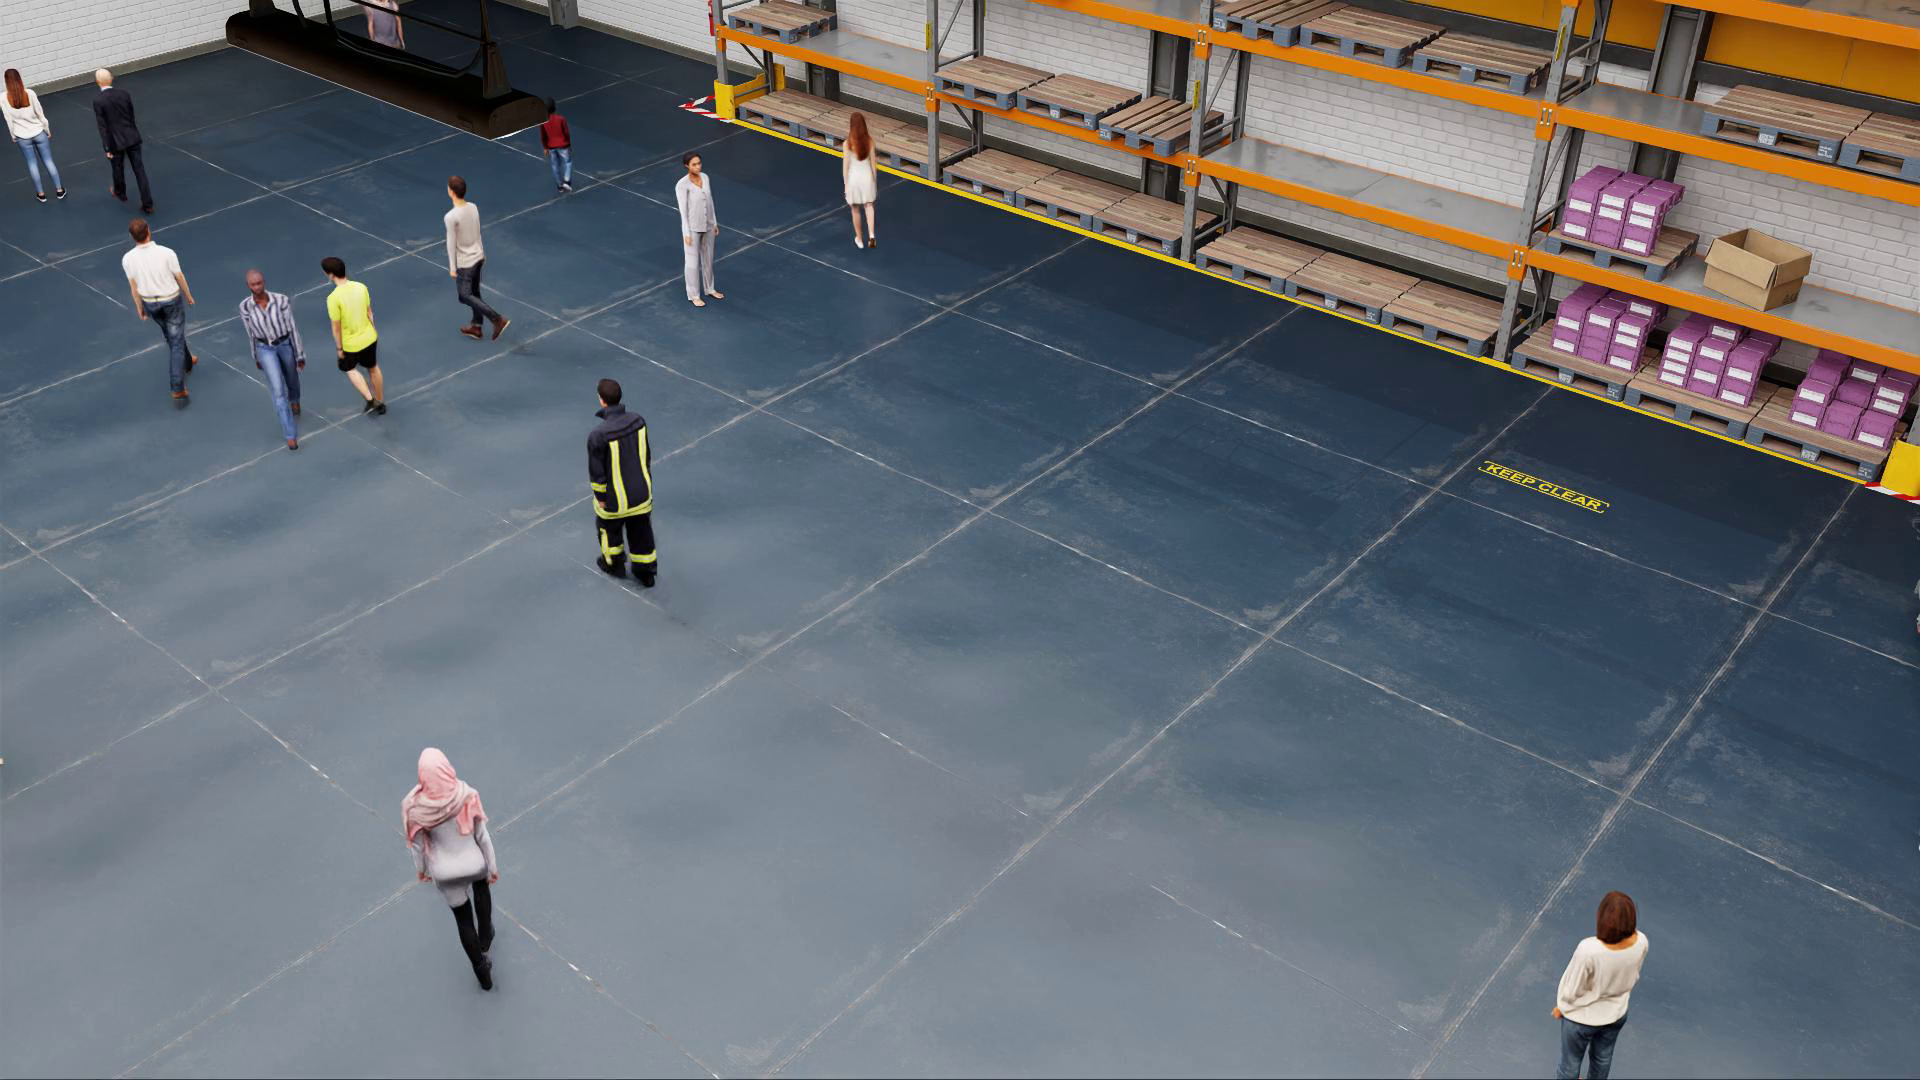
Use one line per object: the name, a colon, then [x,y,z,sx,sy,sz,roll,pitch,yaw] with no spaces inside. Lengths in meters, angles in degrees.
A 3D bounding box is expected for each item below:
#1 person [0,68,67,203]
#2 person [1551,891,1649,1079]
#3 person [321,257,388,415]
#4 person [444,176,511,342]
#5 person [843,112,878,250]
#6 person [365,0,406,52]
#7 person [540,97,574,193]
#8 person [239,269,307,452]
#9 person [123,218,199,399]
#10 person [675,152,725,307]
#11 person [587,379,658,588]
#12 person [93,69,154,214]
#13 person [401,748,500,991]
person: [-11.782,-5.142,21.092,0.693,1.692,0.676,-16,37,-23]
person: [3.594,2.642,9.395,0.703,1.677,0.732,-8,34,-11]
person: [-5.873,-1.962,16.310,0.647,1.690,0.667,26,41,33]
person: [-5.147,-2.927,17.621,1.040,1.846,0.852,12,35,17]
person: [-1.158,-4.196,19.662,0.829,1.700,0.958,-10,35,-14]
person: [-8.436,-7.348,24.485,0.839,1.835,0.982,-14,36,-20]
person: [-5.173,-5.054,21.361,0.625,1.249,0.684,-3,34,-5]
person: [-6.578,-1.813,16.028,0.926,1.754,1.212,-16,37,-23]
person: [-7.996,-2.286,16.687,1.226,1.813,1.305,-4,34,-6]
person: [-2.937,-3.507,18.592,0.523,1.737,0.618,25,41,33]
person: [-2.742,-0.422,13.795,0.845,1.909,0.827,29,43,36]
person: [-10.365,-4.922,20.696,1.117,1.765,0.743,28,43,35]
person: [-3.052,2.060,10.173,0.853,1.784,0.933,-10,35,-15]
